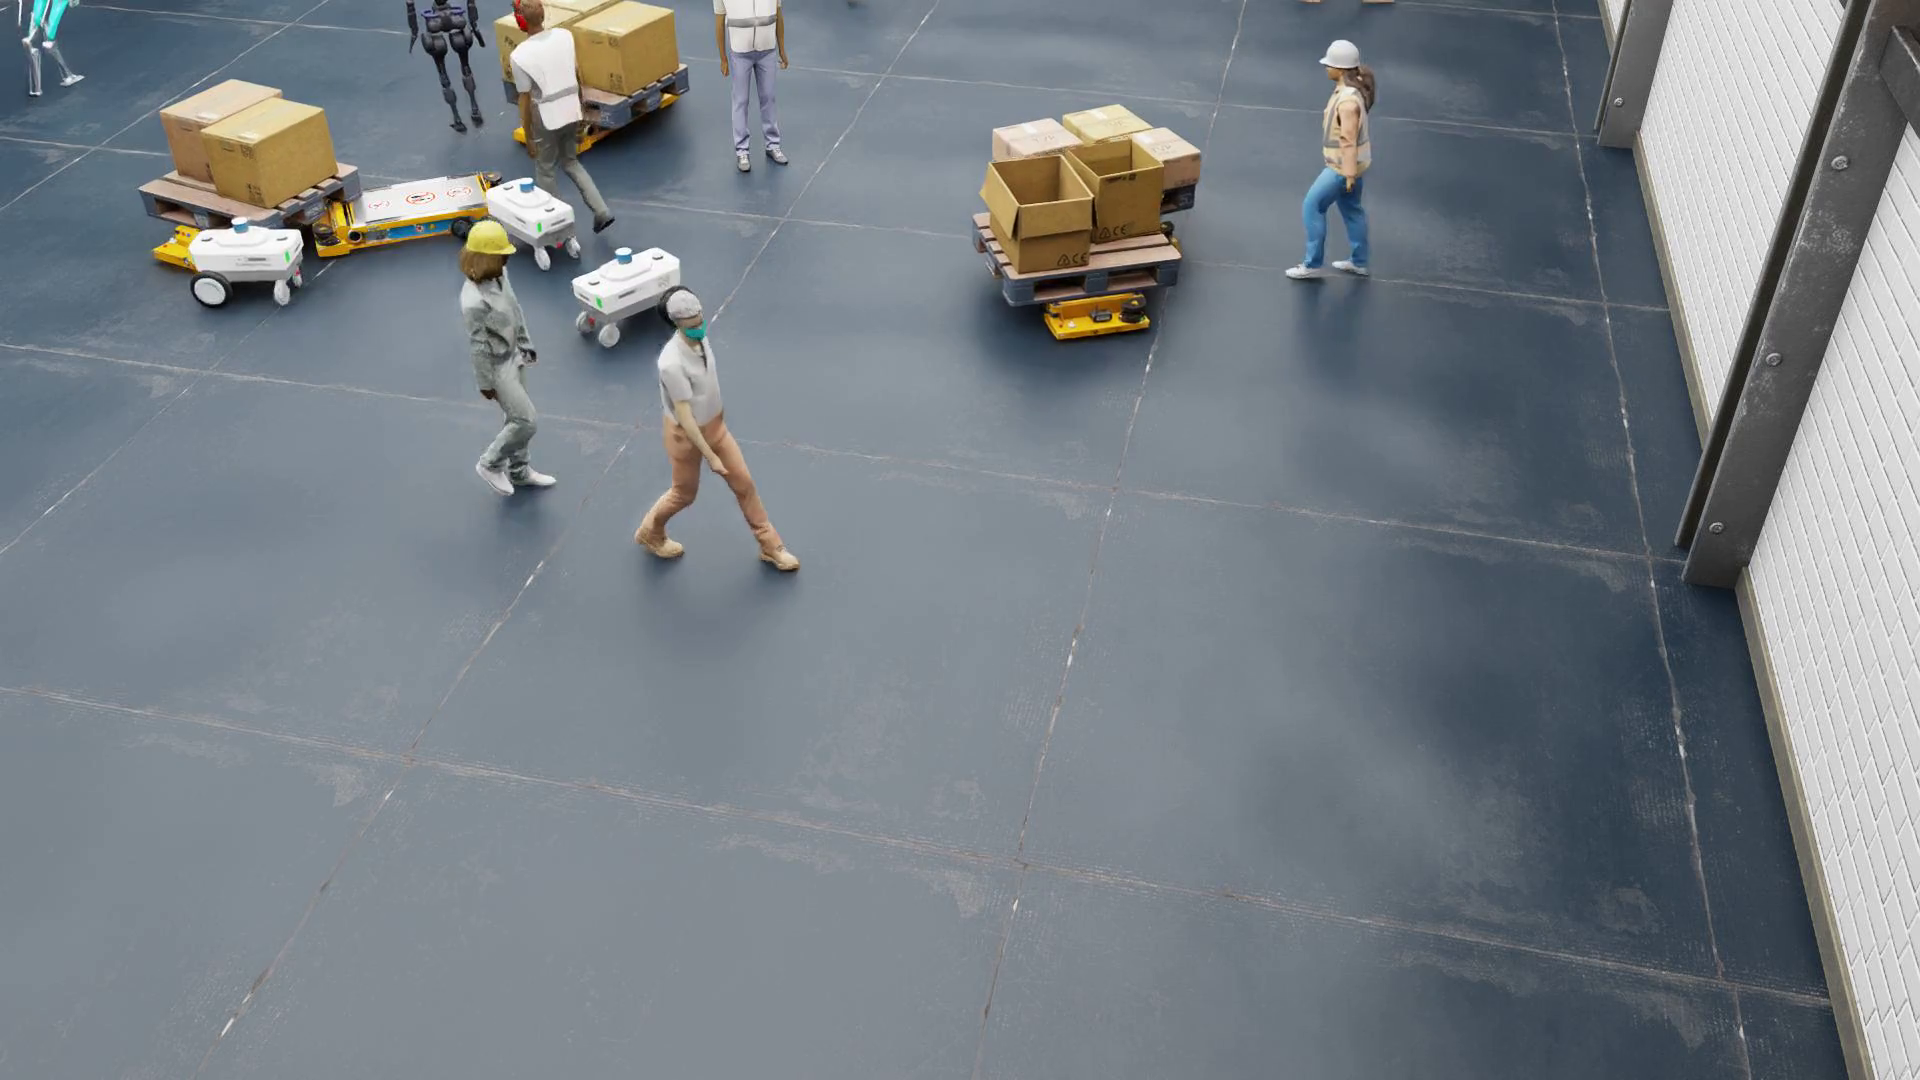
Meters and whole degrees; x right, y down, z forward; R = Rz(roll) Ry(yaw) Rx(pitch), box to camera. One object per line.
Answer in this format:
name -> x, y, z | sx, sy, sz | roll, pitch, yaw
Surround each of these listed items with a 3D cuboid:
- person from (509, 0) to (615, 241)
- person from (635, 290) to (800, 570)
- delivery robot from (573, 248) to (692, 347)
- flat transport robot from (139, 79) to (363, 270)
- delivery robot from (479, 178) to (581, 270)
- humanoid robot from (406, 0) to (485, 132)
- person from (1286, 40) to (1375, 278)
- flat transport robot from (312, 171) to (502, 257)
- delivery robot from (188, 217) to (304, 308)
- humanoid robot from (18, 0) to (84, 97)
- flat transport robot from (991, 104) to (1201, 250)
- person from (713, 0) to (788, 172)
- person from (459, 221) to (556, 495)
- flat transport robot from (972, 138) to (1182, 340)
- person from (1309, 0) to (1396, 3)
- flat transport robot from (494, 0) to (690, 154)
person -> -2.878, -2.985, 11.915 | 0.531, 1.819, 0.595 | 27, 44, 31
person -> -1.371, -0.569, 8.802 | 0.922, 1.672, 0.439 | 15, 39, 20
delivery robot -> -2.228, -1.692, 11.233 | 0.773, 0.582, 0.499 | -30, 46, -34
flat transport robot -> -5.238, -2.400, 12.431 | 0.659, 0.231, 1.431 | 16, 40, 21
delivery robot -> -3.120, -2.354, 12.106 | 0.739, 0.566, 0.499 | 30, 46, 34
humanoid robot -> -4.242, -4.196, 13.658 | 0.608, 1.656, 0.339 | -18, 40, -22
person -> 2.629, -2.610, 11.529 | 0.670, 1.686, 0.505 | 9, 38, 11
flat transport robot -> -4.120, -2.455, 12.504 | 1.431, 0.231, 0.659 | -13, 39, -17
delivery robot -> -4.984, -1.947, 11.596 | 0.778, 0.607, 0.510 | -1, 37, -1
humanoid robot -> -7.938, -4.661, 14.305 | 0.546, 1.857, 0.845 | 10, 38, 13
flat transport robot -> 0.986, -2.484, 12.543 | 0.659, 0.231, 1.431 | -16, 40, -21
person -> -1.627, -3.830, 13.023 | 0.563, 1.849, 0.391 | -16, 40, -20
person -> -2.546, -0.996, 9.342 | 0.368, 1.718, 0.484 | 2, 37, 3
flat transport robot -> 0.780, -1.851, 11.696 | 0.659, 0.231, 1.431 | -9, 38, -12
person -> 3.822, -6.091, 16.069 | 0.993, 1.831, 0.566 | 9, 38, 11
flat transport robot -> -3.065, -3.658, 14.114 | 0.659, 0.231, 1.431 | 19, 41, 23
